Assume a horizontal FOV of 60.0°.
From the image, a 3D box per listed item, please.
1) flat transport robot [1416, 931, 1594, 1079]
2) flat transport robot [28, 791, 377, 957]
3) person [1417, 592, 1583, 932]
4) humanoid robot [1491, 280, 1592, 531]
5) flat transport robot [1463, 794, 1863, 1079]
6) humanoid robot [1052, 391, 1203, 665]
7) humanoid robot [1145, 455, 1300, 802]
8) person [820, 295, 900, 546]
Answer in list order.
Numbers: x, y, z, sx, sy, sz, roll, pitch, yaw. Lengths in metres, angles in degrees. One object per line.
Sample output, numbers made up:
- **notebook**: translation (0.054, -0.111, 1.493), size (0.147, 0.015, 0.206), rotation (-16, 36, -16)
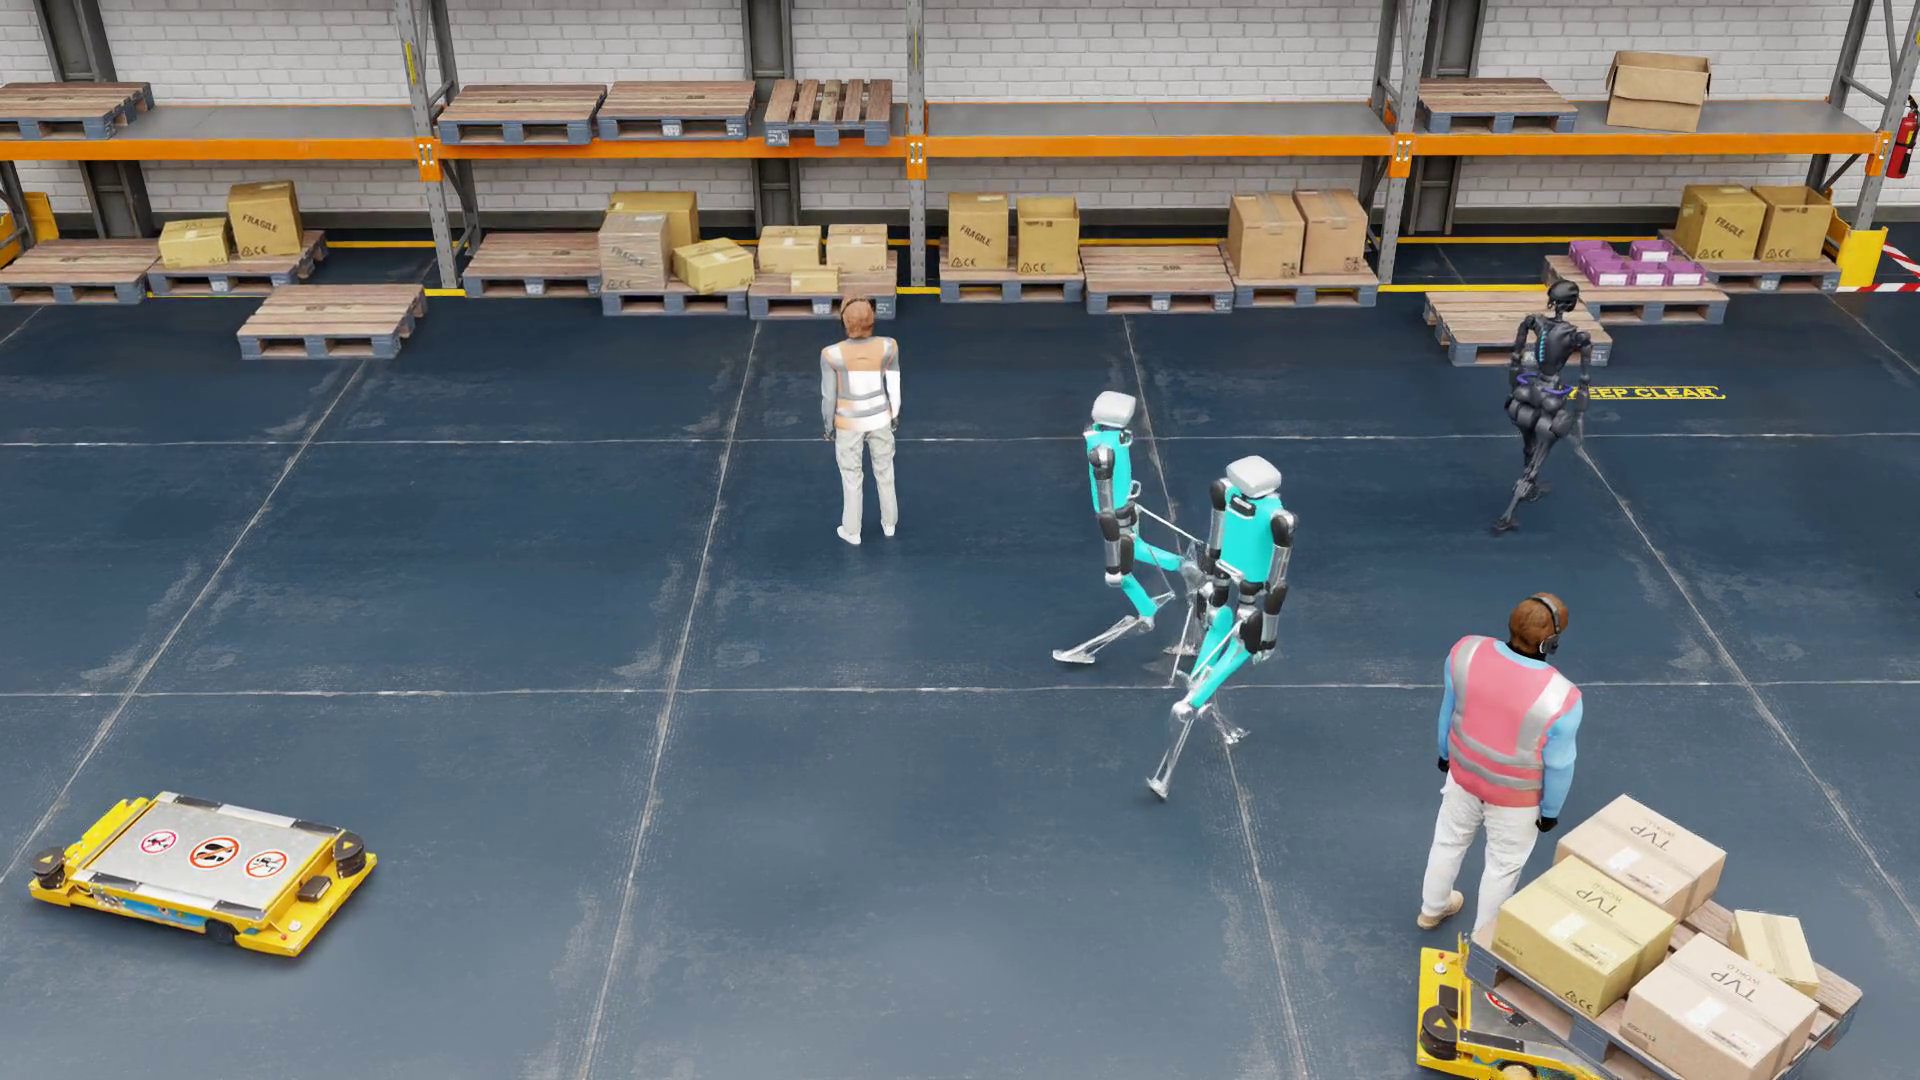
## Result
- **flat transport robot**: translation (2.670, 2.056, 6.989), size (1.431, 0.231, 0.659), rotation (8, 32, 13)
- **flat transport robot**: translation (-3.565, 1.546, 7.838), size (1.431, 0.231, 0.659), rotation (8, 32, 14)
- **person**: translation (2.336, 1.022, 7.198), size (0.431, 1.837, 0.630), rotation (-26, 39, -36)
- **humanoid robot**: translation (3.699, -0.872, 10.543), size (0.794, 1.624, 0.600), rotation (-22, 37, -32)
- **flat transport robot**: translation (2.902, 2.029, 7.032), size (1.431, 0.231, 0.659), rotation (-22, 38, -32)
- **humanoid robot**: translation (1.047, 0.033, 8.984), size (1.058, 1.755, 0.549), rotation (5, 31, 9)
- **humanoid robot**: translation (1.189, 0.480, 8.239), size (1.013, 1.784, 0.531), rotation (-21, 37, -31)
- **person**: translation (-0.608, -0.725, 10.284), size (0.513, 1.640, 0.313), rotation (-11, 33, -18)
